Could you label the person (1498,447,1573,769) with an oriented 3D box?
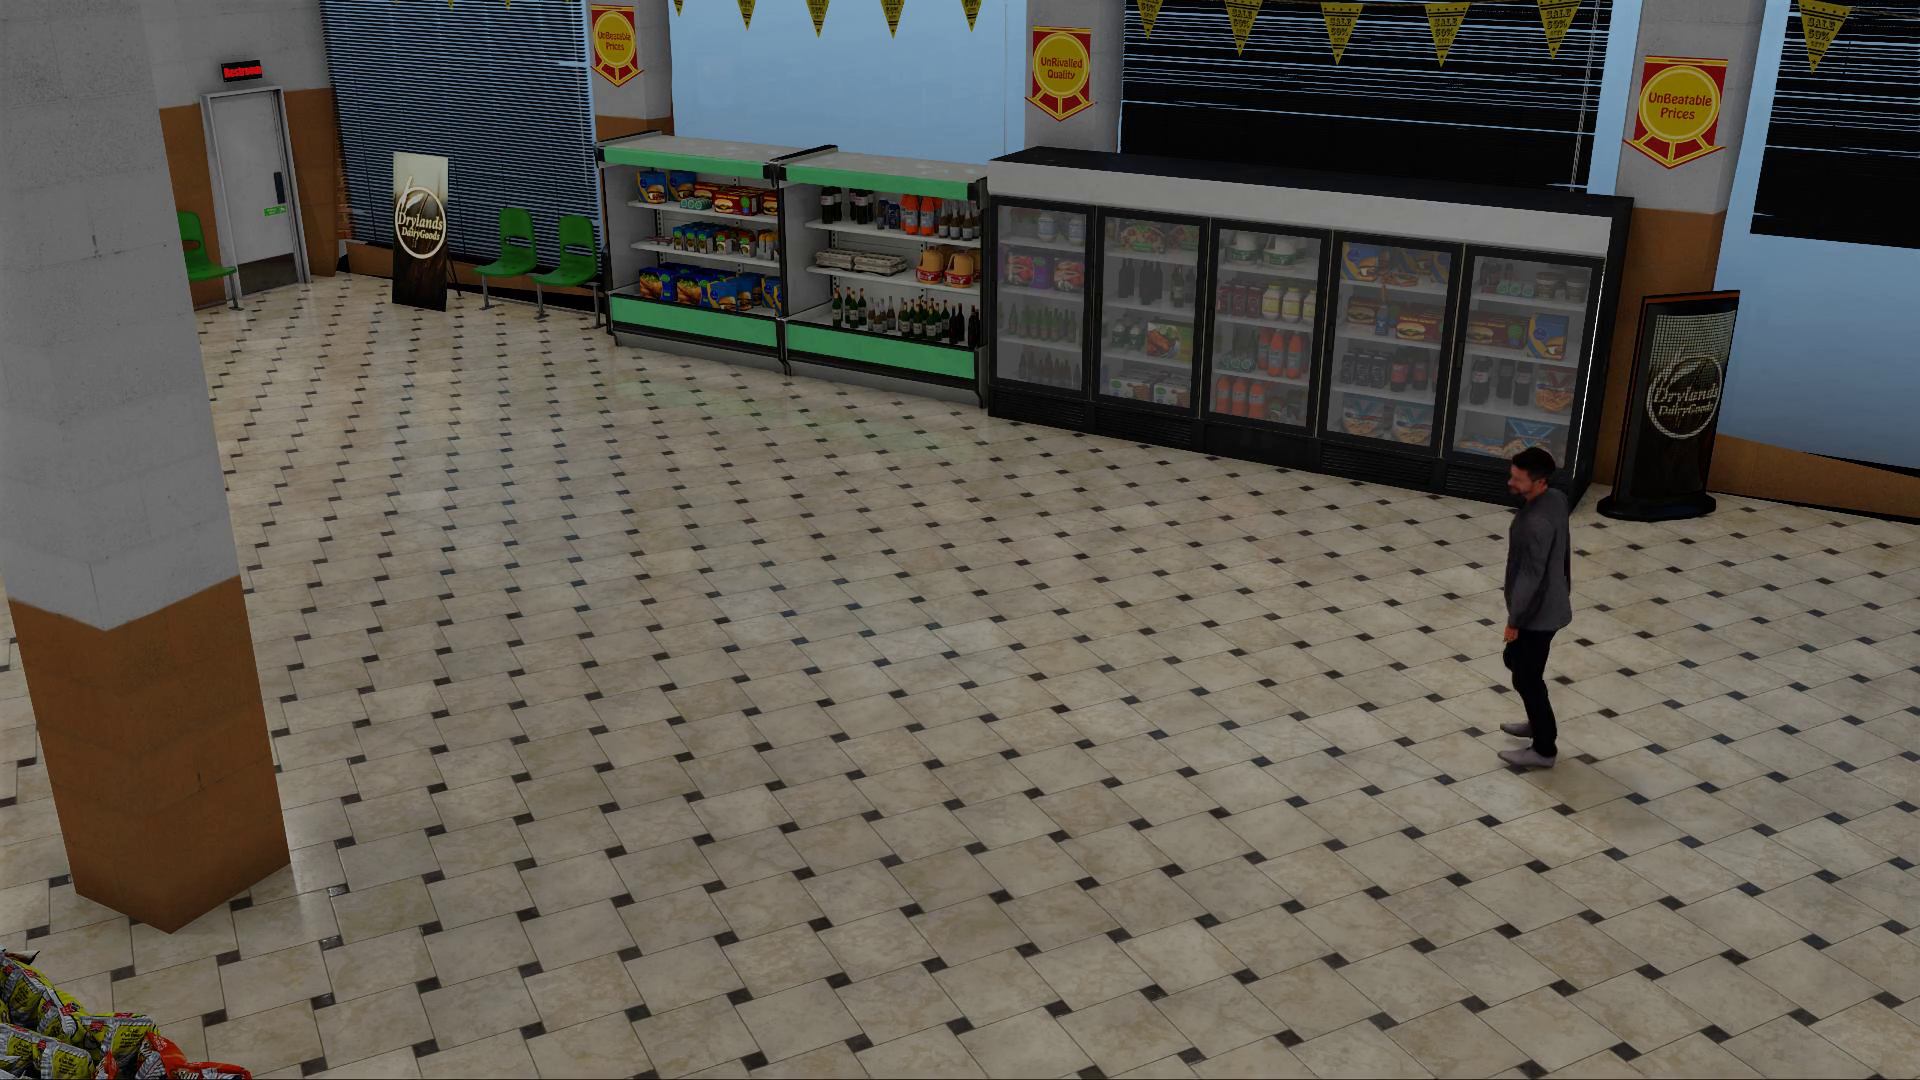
[{"bbox_3d":[3.144,0.384,8.905,0.699,1.828,0.768,15,26,33],"label":"person"}]
